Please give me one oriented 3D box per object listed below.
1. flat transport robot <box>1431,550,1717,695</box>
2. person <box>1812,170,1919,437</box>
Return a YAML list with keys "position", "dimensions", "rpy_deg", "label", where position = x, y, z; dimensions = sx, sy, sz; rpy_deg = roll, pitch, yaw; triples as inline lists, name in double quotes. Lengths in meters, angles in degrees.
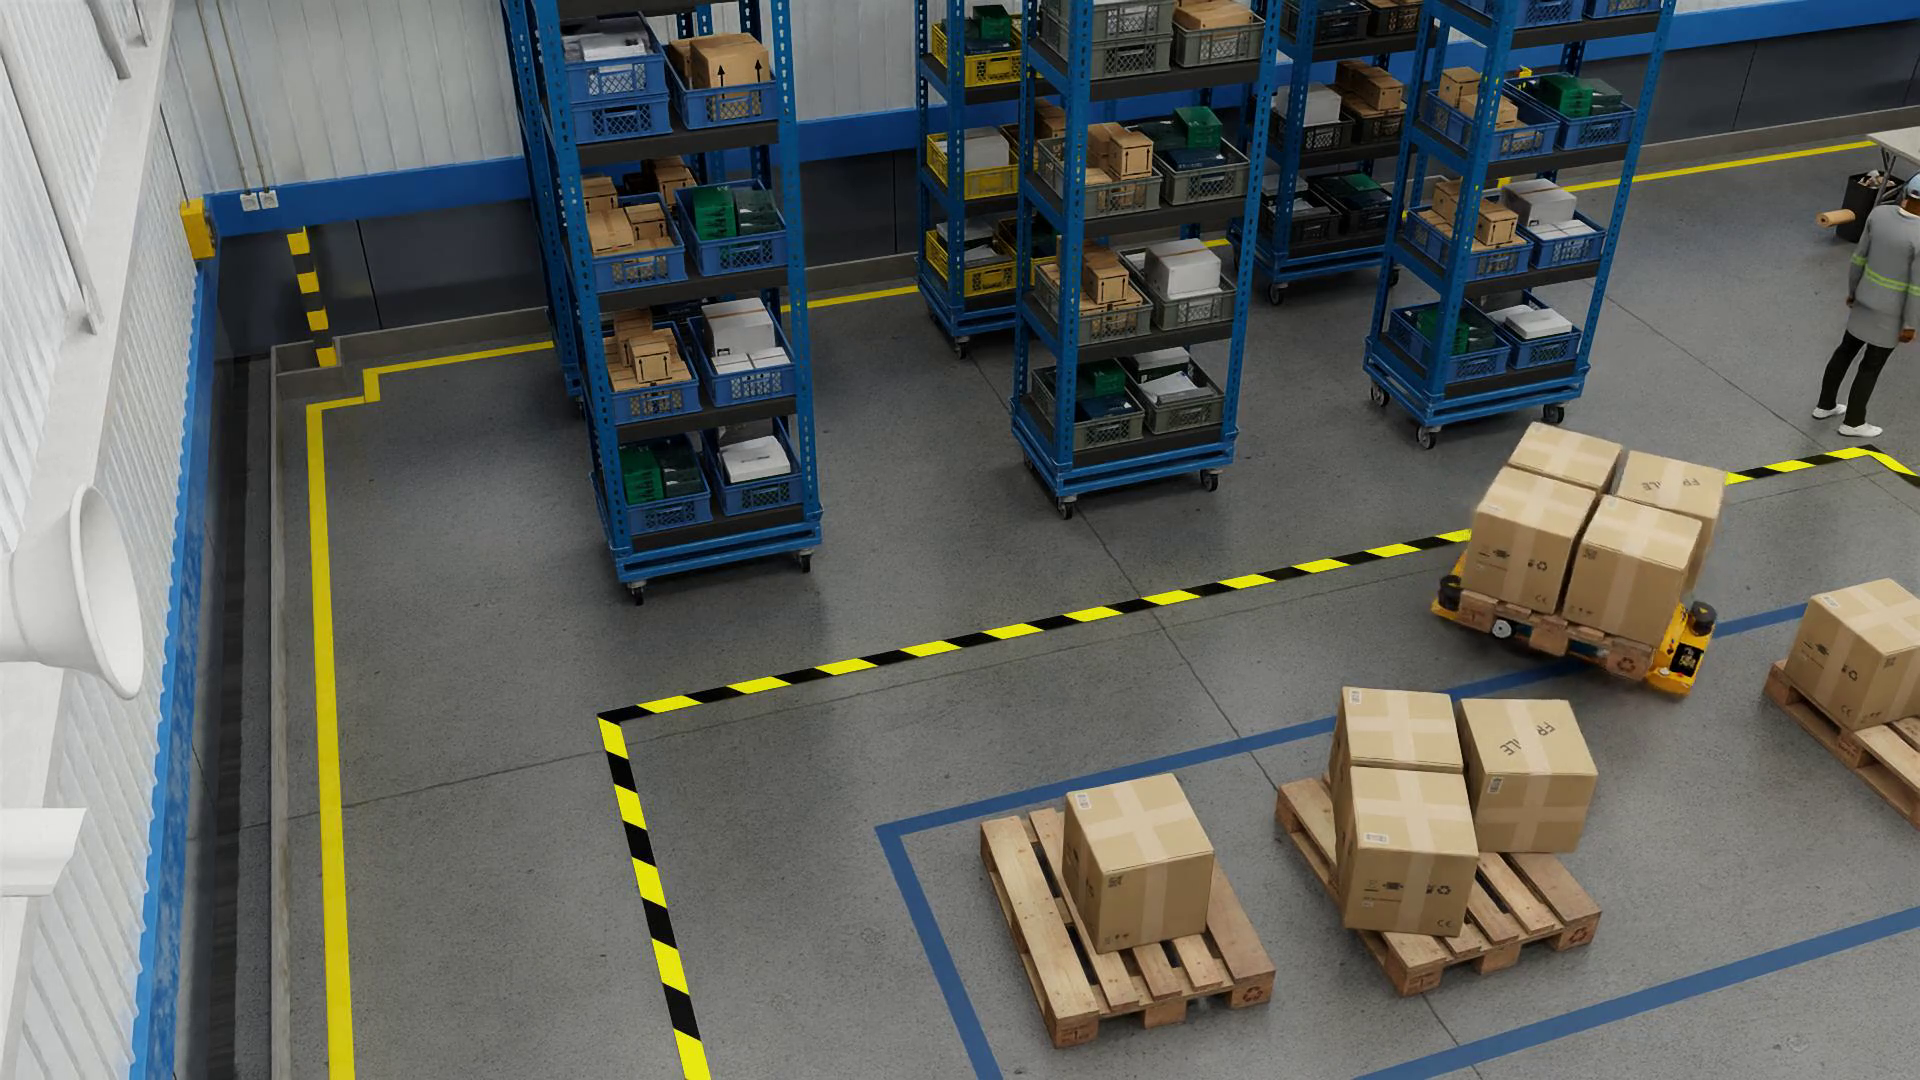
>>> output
- position: [3.492, 0.399, 9.466]
  dimensions: [1.431, 0.197, 0.652]
  rpy_deg: [19, 39, 25]
  label: "flat transport robot"
- position: [6.050, -1.544, 10.870]
  dimensions: [0.375, 1.852, 0.596]
  rpy_deg: [-10, 37, -14]
  label: "person"
